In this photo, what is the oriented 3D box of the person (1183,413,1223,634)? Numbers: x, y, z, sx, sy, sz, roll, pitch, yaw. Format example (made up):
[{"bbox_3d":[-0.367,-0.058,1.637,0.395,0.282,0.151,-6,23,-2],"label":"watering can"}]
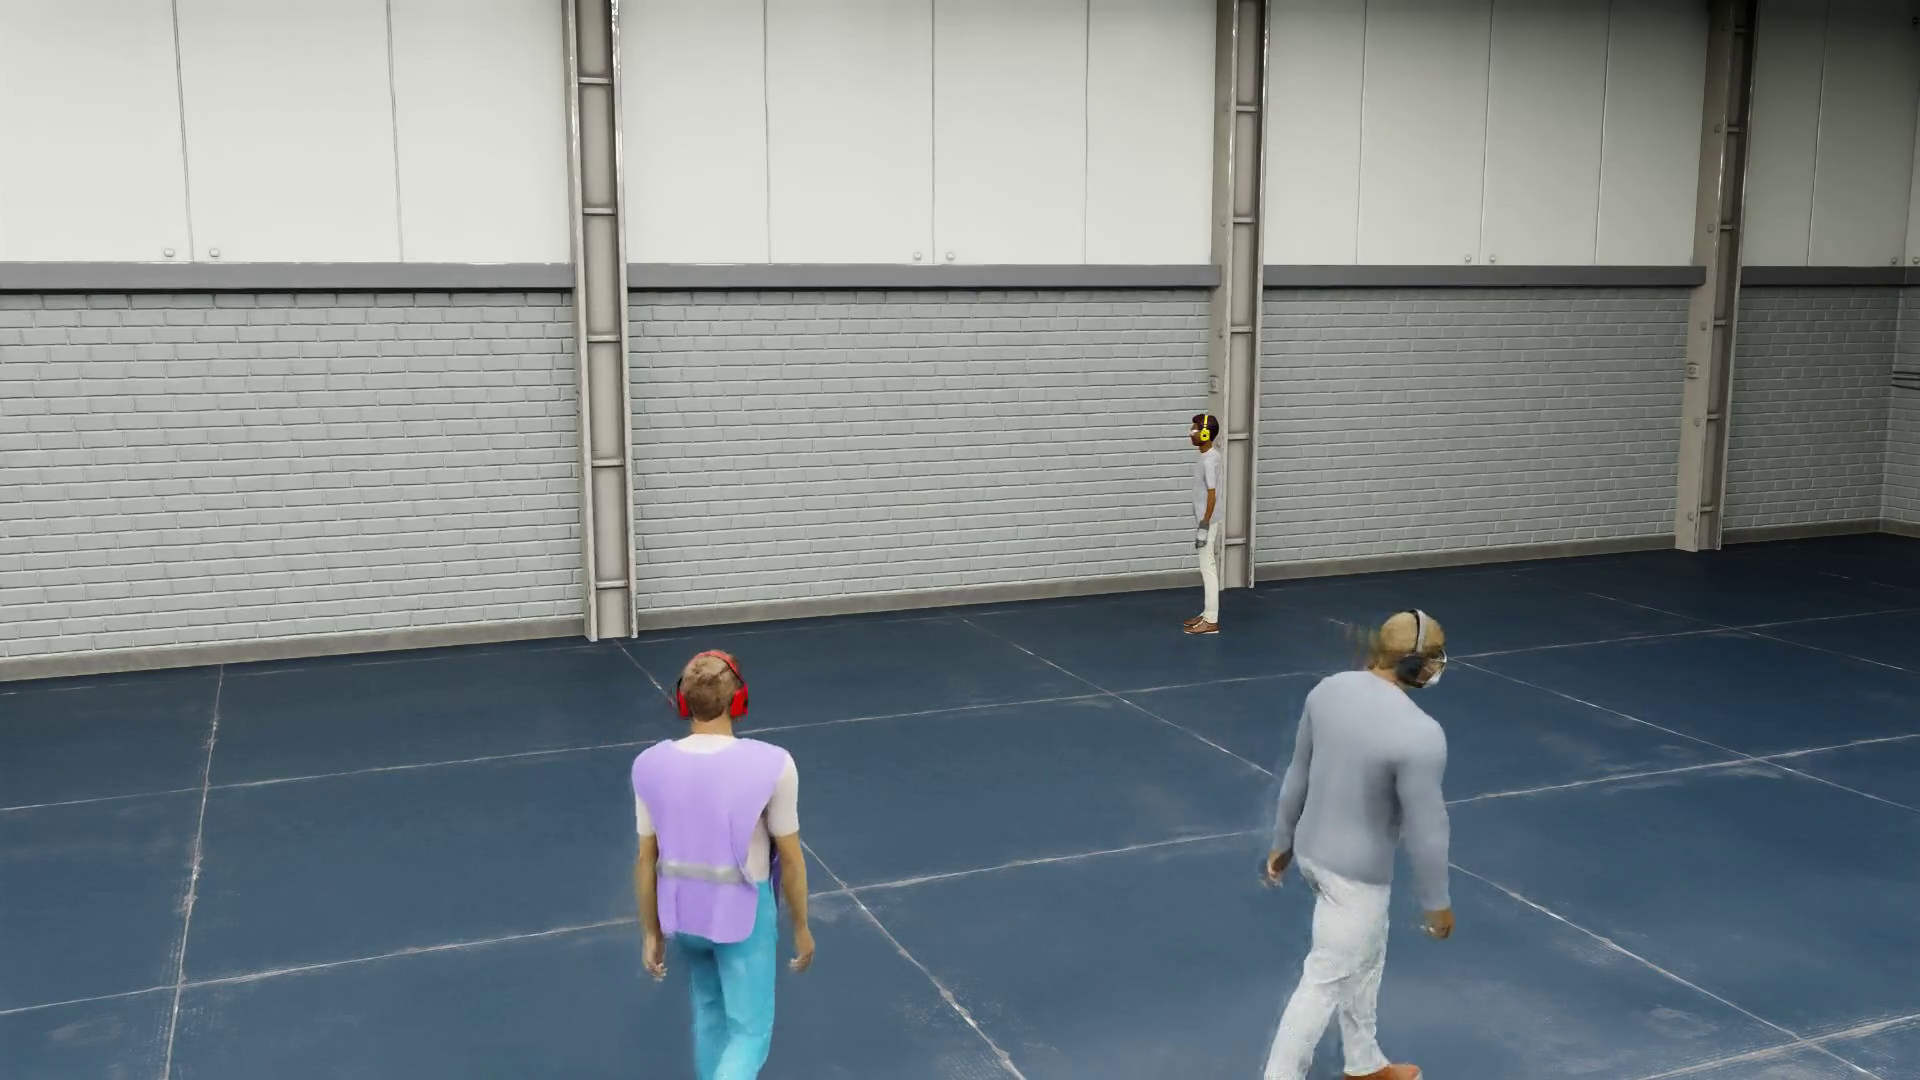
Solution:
[{"bbox_3d":[2.068,-0.137,14.109,0.327,1.874,0.520,2,9,10],"label":"person"}]

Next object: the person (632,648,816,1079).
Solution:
[{"bbox_3d":[-0.805,1.271,5.443,0.579,1.819,0.790,3,10,18],"label":"person"}]

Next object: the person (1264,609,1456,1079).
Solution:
[{"bbox_3d":[1.432,1.169,5.883,0.836,1.876,0.646,-4,10,-21],"label":"person"}]
